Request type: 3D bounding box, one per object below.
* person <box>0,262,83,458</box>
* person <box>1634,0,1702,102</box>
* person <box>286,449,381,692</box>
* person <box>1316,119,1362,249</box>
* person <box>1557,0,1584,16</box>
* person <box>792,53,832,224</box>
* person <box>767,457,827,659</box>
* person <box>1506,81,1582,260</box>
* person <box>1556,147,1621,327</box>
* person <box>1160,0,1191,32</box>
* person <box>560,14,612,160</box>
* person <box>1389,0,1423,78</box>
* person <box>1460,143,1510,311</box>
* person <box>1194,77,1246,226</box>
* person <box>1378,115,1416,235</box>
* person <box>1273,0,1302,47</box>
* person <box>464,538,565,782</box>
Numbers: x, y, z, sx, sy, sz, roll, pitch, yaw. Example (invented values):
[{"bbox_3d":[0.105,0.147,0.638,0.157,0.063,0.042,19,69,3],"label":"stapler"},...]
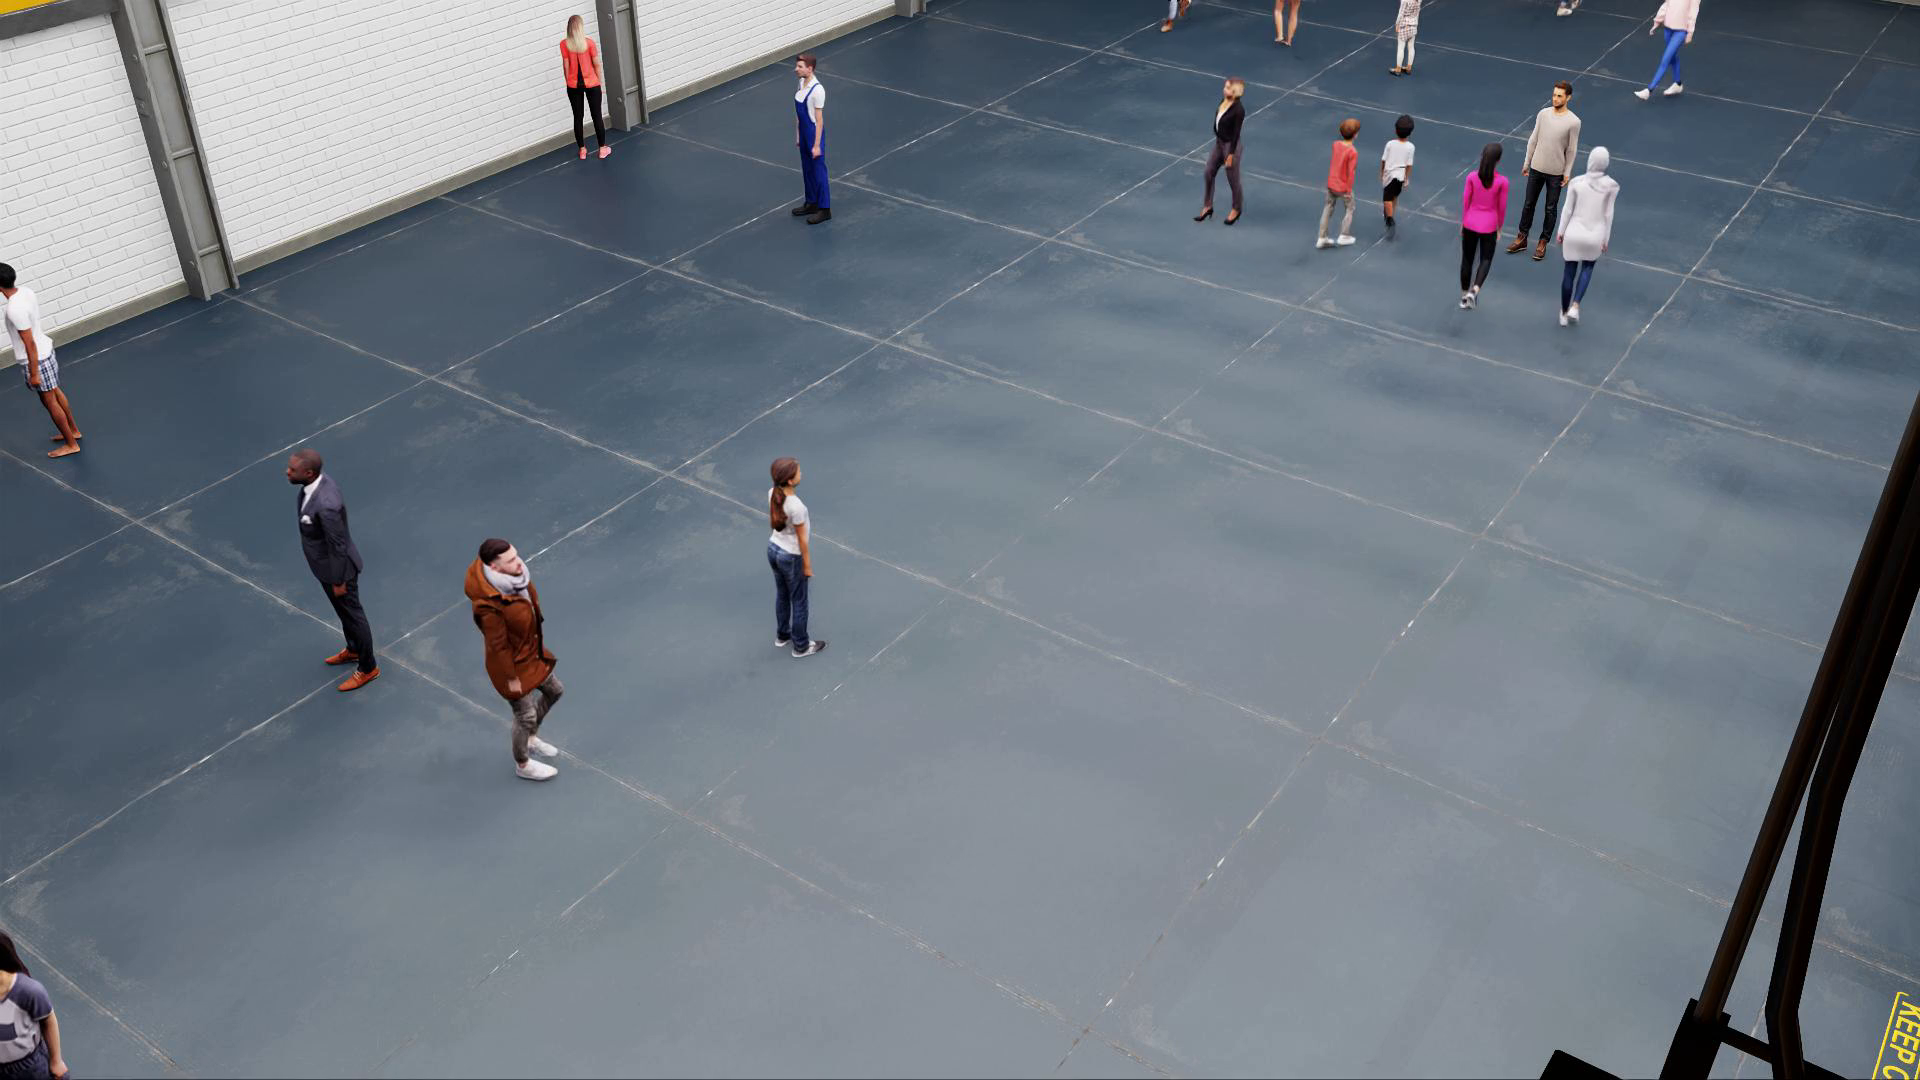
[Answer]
[{"bbox_3d":[-7.728,-1.529,13.913,0.734,1.731,0.710,-10,35,-15],"label":"person"},{"bbox_3d":[9.289,-6.530,21.455,1.259,1.711,1.065,-13,36,-19],"label":"person"},{"bbox_3d":[-4.243,0.165,11.280,0.776,1.823,0.786,-17,37,-23],"label":"person"},{"bbox_3d":[3.957,-3.728,17.519,0.742,1.401,0.631,-25,41,-32],"label":"person"},{"bbox_3d":[9.114,-8.540,24.706,0.939,1.459,0.786,-17,37,-24],"label":"person"},{"bbox_3d":[-1.613,-4.397,18.119,0.688,1.851,0.701,-20,39,-28],"label":"person"},{"bbox_3d":[-1.186,0.101,11.613,0.588,1.561,0.589,-25,41,-33],"label":"person"},{"bbox_3d":[6.116,-3.855,17.289,0.677,1.866,0.572,25,41,32],"label":"person"},{"bbox_3d":[5.946,-2.852,15.868,0.693,1.769,0.671,13,36,18],"label":"person"},{"bbox_3d":[3.171,-8.347,24.086,0.992,1.825,0.795,-28,43,-36],"label":"person"},{"bbox_3d":[-4.470,-5.379,19.739,0.678,1.693,0.708,0,34,-1],"label":"person"},{"bbox_3d":[6.045,-6.933,22.424,0.567,1.310,0.659,-17,37,-24],"label":"person"},{"bbox_3d":[5.032,-3.003,16.171,0.636,1.687,0.849,17,37,24],"label":"person"},{"bbox_3d":[2.987,-4.204,18.006,0.891,1.655,0.818,-12,35,-17],"label":"person"},{"bbox_3d":[4.709,-3.938,17.979,0.794,1.242,0.928,0,34,-1],"label":"person"},{"bbox_3d":[4.691,-7.730,23.357,0.677,1.603,0.742,-8,34,-12],"label":"person"},{"bbox_3d":[-2.848,0.751,10.398,0.925,1.823,0.844,1,34,1],"label":"person"}]
